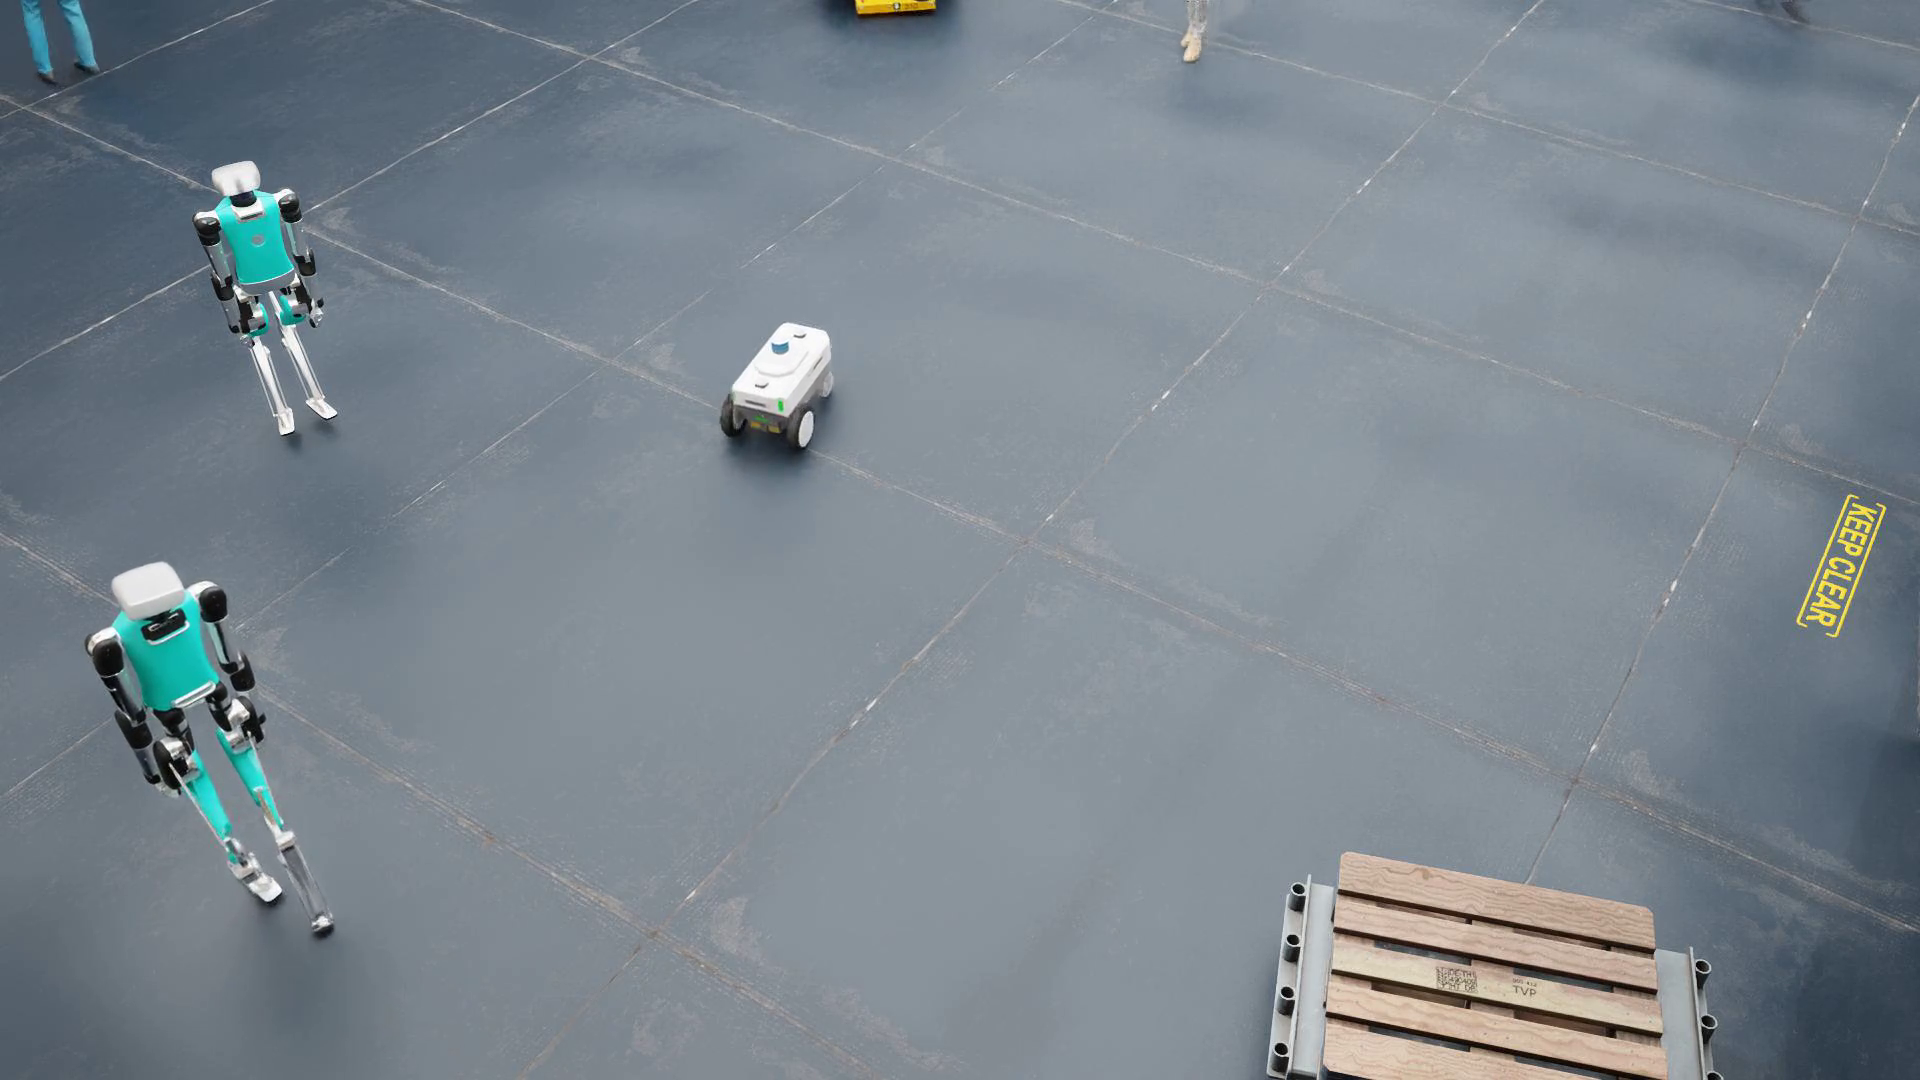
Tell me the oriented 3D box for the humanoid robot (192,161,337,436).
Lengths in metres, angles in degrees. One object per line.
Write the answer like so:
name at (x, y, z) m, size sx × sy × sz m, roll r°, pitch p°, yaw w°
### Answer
humanoid robot at (-3.822, -1.384, 9.126) m, size 0.533 × 1.677 × 0.735 m, roll -24°, pitch 47°, yaw -25°

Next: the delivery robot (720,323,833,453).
delivery robot at (-1.030, -0.889, 9.574) m, size 0.499 × 0.613 × 0.797 m, roll 14°, pitch 44°, yaw 15°

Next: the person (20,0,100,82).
person at (-6.915, -4.333, 12.457) m, size 0.566 × 1.829 × 0.520 m, roll -27°, pitch 48°, yaw -27°

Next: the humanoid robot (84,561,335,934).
humanoid robot at (-2.882, 0.962, 6.675) m, size 0.775 × 1.892 × 0.556 m, roll 31°, pitch 50°, yaw 30°

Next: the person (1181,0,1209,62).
person at (1.816, -4.620, 12.765) m, size 0.485 × 1.845 × 0.703 m, roll 19°, pitch 45°, yaw 20°

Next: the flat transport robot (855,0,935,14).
flat transport robot at (-0.636, -4.906, 14.269) m, size 0.659 × 0.231 × 1.431 m, roll -6°, pitch 42°, yaw -7°
